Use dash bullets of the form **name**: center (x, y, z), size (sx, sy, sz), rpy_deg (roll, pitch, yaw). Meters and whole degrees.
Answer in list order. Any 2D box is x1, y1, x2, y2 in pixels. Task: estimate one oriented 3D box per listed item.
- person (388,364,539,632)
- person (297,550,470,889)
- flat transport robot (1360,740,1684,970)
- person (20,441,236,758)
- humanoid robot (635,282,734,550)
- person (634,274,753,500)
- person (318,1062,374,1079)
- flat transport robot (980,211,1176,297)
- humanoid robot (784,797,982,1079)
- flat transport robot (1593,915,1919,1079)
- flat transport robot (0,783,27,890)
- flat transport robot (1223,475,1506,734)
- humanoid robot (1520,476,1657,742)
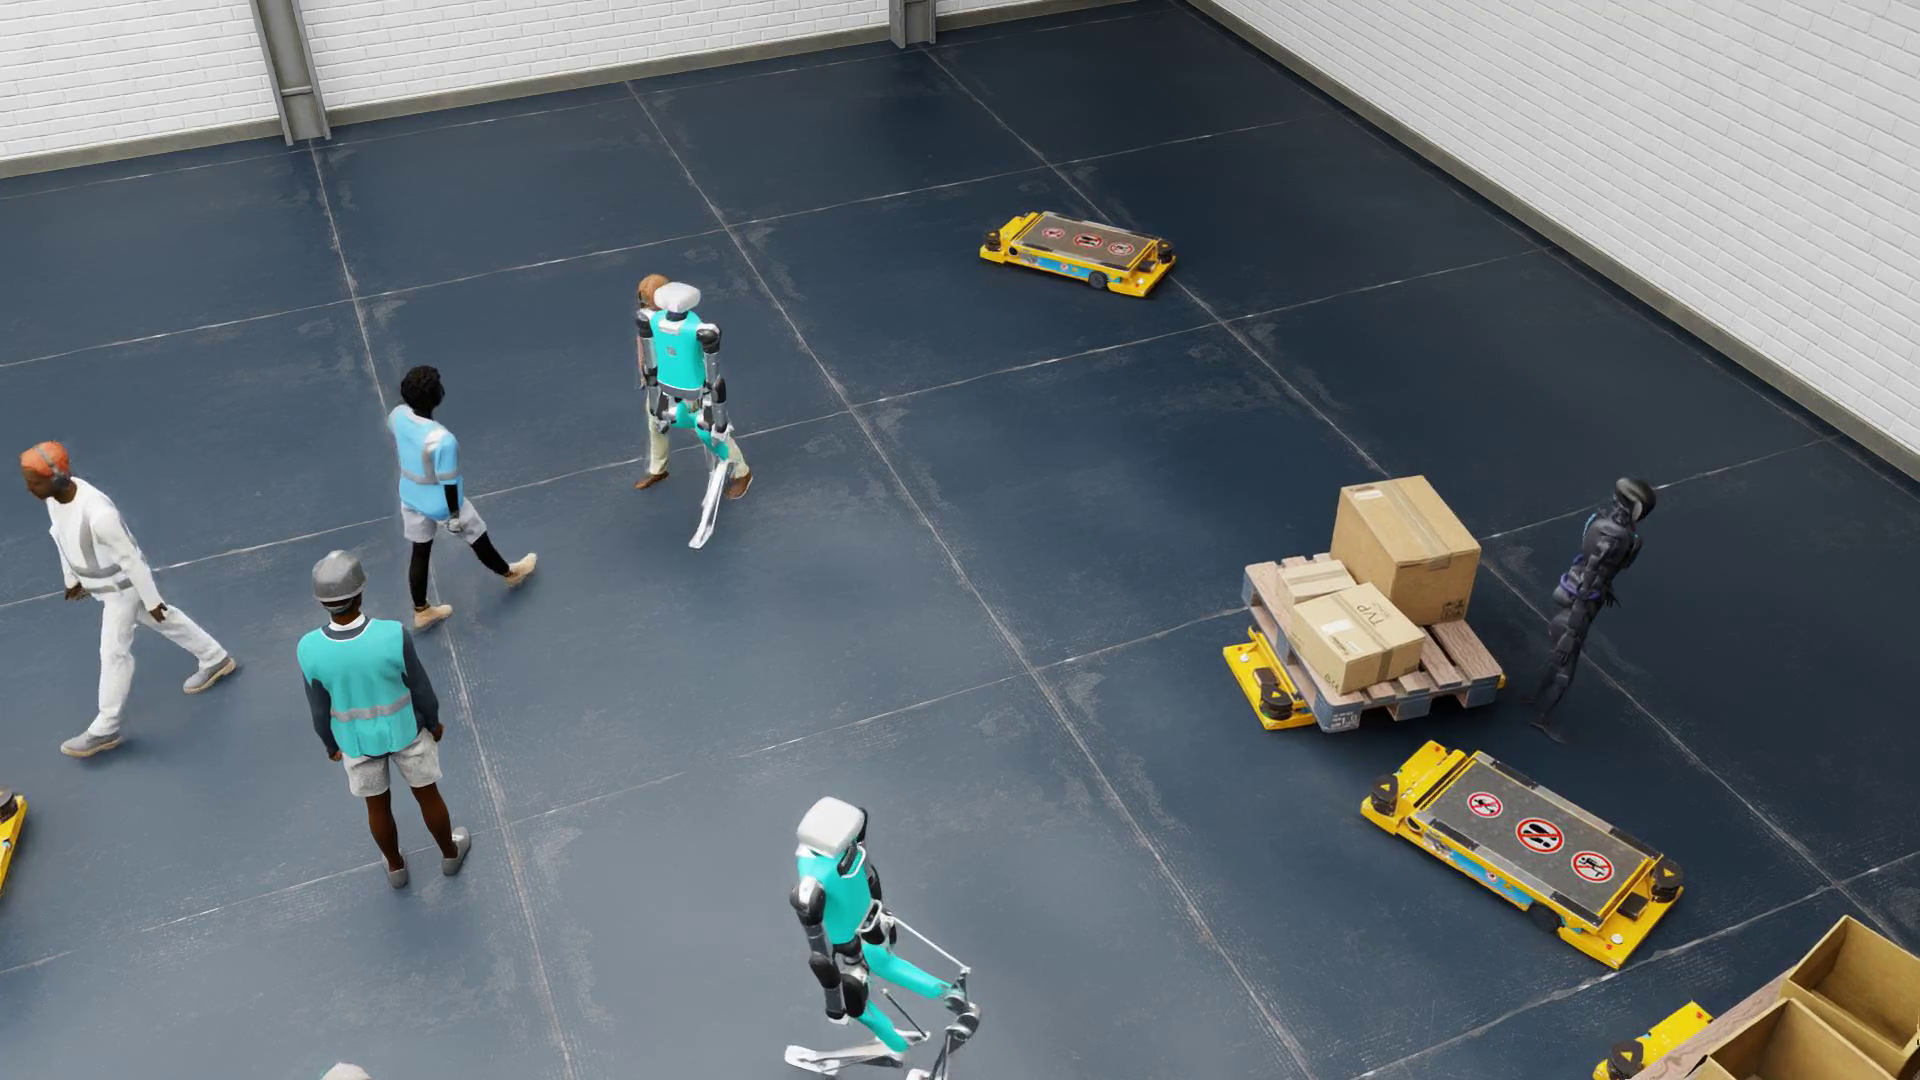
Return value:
- **person**: center (-2.927, -0.281, 9.498), size (0.545, 1.653, 0.846), rpy_deg (23, 43, 27)
- **person**: center (-2.702, 0.885, 7.758), size (0.553, 1.932, 0.439), rpy_deg (-8, 38, -11)
- **flat transport robot**: center (2.795, 1.511, 8.307), size (1.431, 0.231, 0.659), rpy_deg (31, 47, 34)
- **person**: center (-4.445, 0.238, 8.684), size (0.581, 1.829, 1.011), rpy_deg (30, 47, 33)
- **humanoid robot**: center (-1.565, -0.858, 10.201), size (0.551, 1.775, 0.898), rpy_deg (13, 39, 16)
- **person**: center (-1.763, -0.976, 10.457), size (0.688, 1.591, 0.458), rpy_deg (18, 41, 22)
- **person**: center (-2.060, 2.395, 5.976), size (0.510, 1.696, 0.399), rpy_deg (-15, 40, -19)
- **flat transport robot**: center (0.943, -2.305, 13.274), size (1.431, 0.231, 0.659), rpy_deg (18, 41, 22)
- **humanoid robot**: center (-0.285, 1.769, 6.776), size (1.013, 1.738, 0.551), rpy_deg (12, 39, 15)
- **flat transport robot**: center (3.434, 2.566, 6.933), size (0.659, 0.231, 1.431), rpy_deg (-21, 42, -25)
- **flat transport robot**: center (-5.459, 1.597, 8.195), size (1.431, 0.231, 0.659), rpy_deg (-7, 38, -9)
- **flat transport robot**: center (2.277, 0.684, 9.383), size (1.431, 0.231, 0.659), rpy_deg (-9, 38, -11)
- **humanoid robot**: center (3.272, 0.328, 8.703), size (0.357, 1.650, 0.614), rpy_deg (24, 44, 28)
